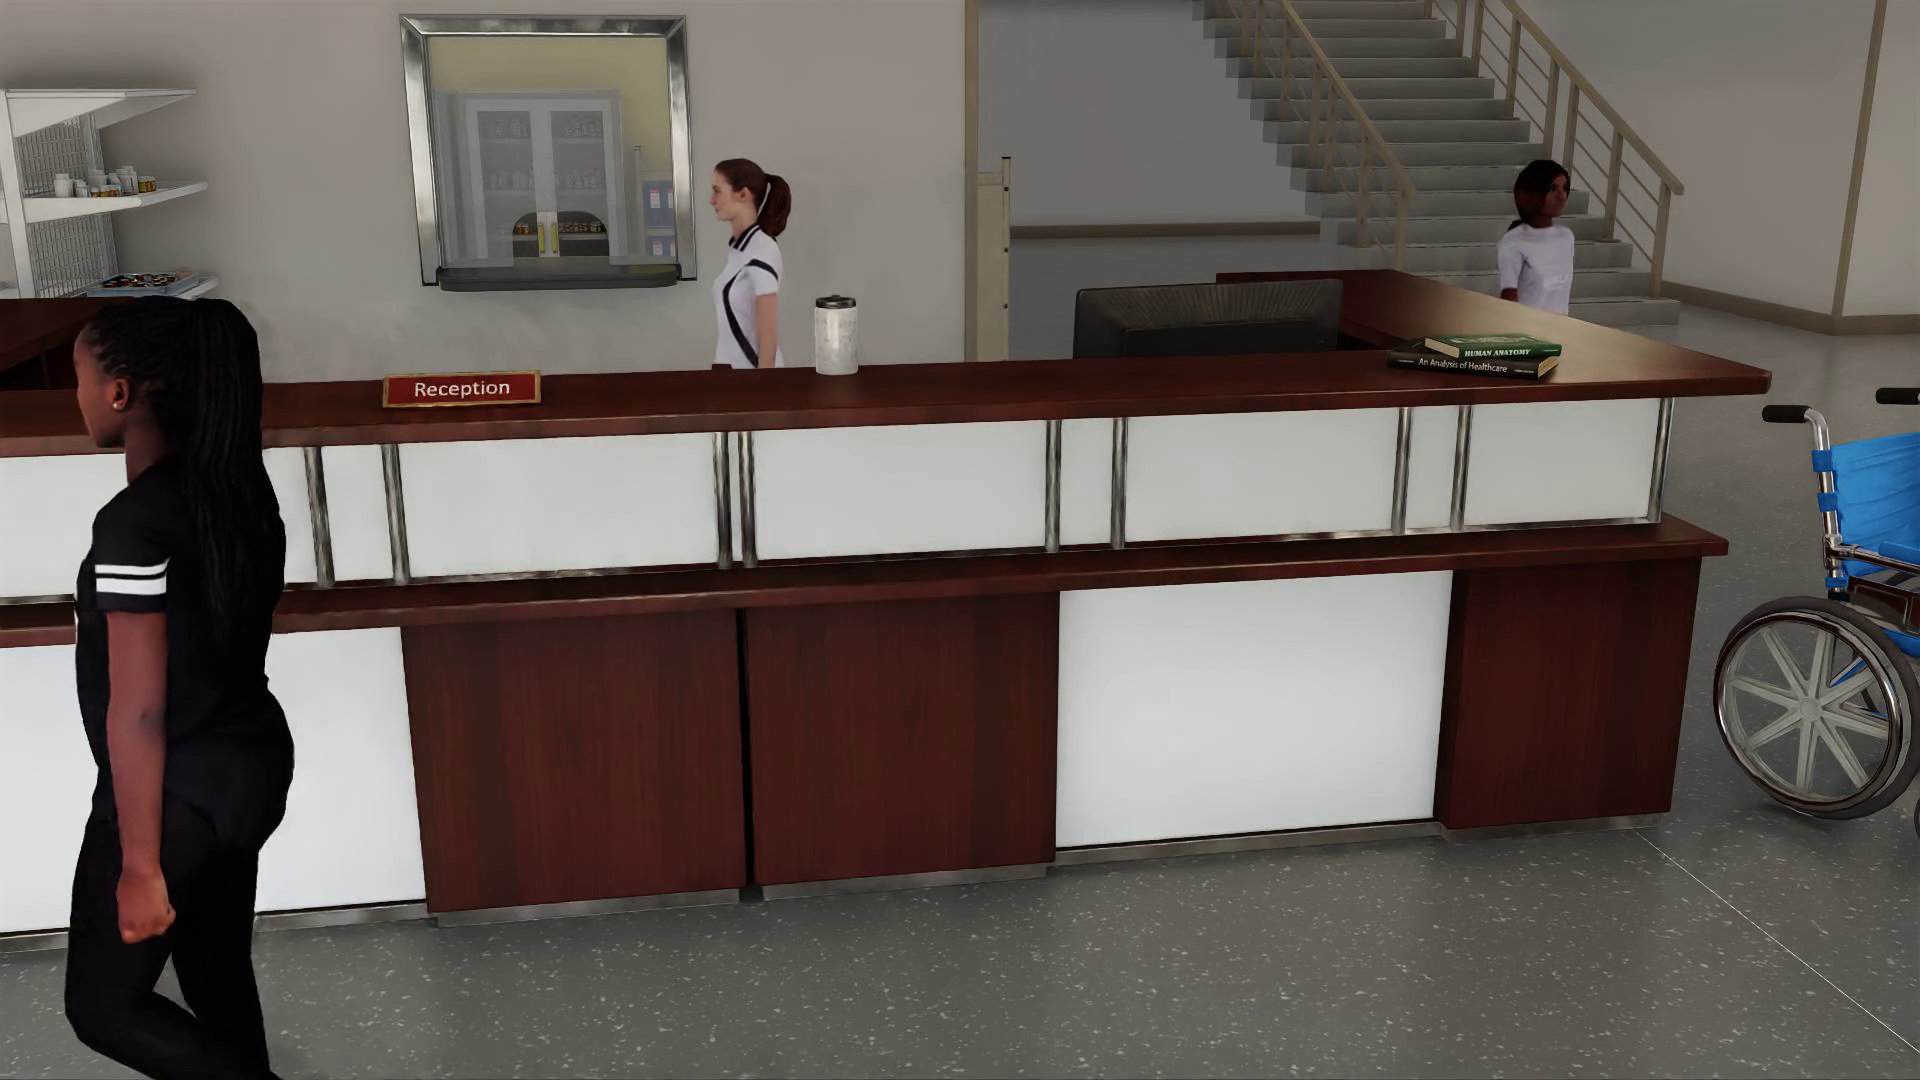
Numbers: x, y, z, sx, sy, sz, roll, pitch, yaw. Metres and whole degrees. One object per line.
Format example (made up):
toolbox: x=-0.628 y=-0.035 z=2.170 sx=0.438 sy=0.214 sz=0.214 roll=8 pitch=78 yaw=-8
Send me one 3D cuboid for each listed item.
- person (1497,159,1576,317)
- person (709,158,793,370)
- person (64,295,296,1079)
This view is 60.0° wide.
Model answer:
person: x=2.382 y=-0.763 z=7.164 sx=0.721 sy=1.711 sz=0.753 roll=-9 pitch=18 yaw=-29
person: x=-0.781 y=-0.586 z=6.493 sx=0.773 sy=1.736 sz=0.781 roll=-7 pitch=17 yaw=-23
person: x=-1.222 y=0.458 z=2.808 sx=0.737 sy=1.724 sz=0.712 roll=-1 pitch=16 yaw=-3
